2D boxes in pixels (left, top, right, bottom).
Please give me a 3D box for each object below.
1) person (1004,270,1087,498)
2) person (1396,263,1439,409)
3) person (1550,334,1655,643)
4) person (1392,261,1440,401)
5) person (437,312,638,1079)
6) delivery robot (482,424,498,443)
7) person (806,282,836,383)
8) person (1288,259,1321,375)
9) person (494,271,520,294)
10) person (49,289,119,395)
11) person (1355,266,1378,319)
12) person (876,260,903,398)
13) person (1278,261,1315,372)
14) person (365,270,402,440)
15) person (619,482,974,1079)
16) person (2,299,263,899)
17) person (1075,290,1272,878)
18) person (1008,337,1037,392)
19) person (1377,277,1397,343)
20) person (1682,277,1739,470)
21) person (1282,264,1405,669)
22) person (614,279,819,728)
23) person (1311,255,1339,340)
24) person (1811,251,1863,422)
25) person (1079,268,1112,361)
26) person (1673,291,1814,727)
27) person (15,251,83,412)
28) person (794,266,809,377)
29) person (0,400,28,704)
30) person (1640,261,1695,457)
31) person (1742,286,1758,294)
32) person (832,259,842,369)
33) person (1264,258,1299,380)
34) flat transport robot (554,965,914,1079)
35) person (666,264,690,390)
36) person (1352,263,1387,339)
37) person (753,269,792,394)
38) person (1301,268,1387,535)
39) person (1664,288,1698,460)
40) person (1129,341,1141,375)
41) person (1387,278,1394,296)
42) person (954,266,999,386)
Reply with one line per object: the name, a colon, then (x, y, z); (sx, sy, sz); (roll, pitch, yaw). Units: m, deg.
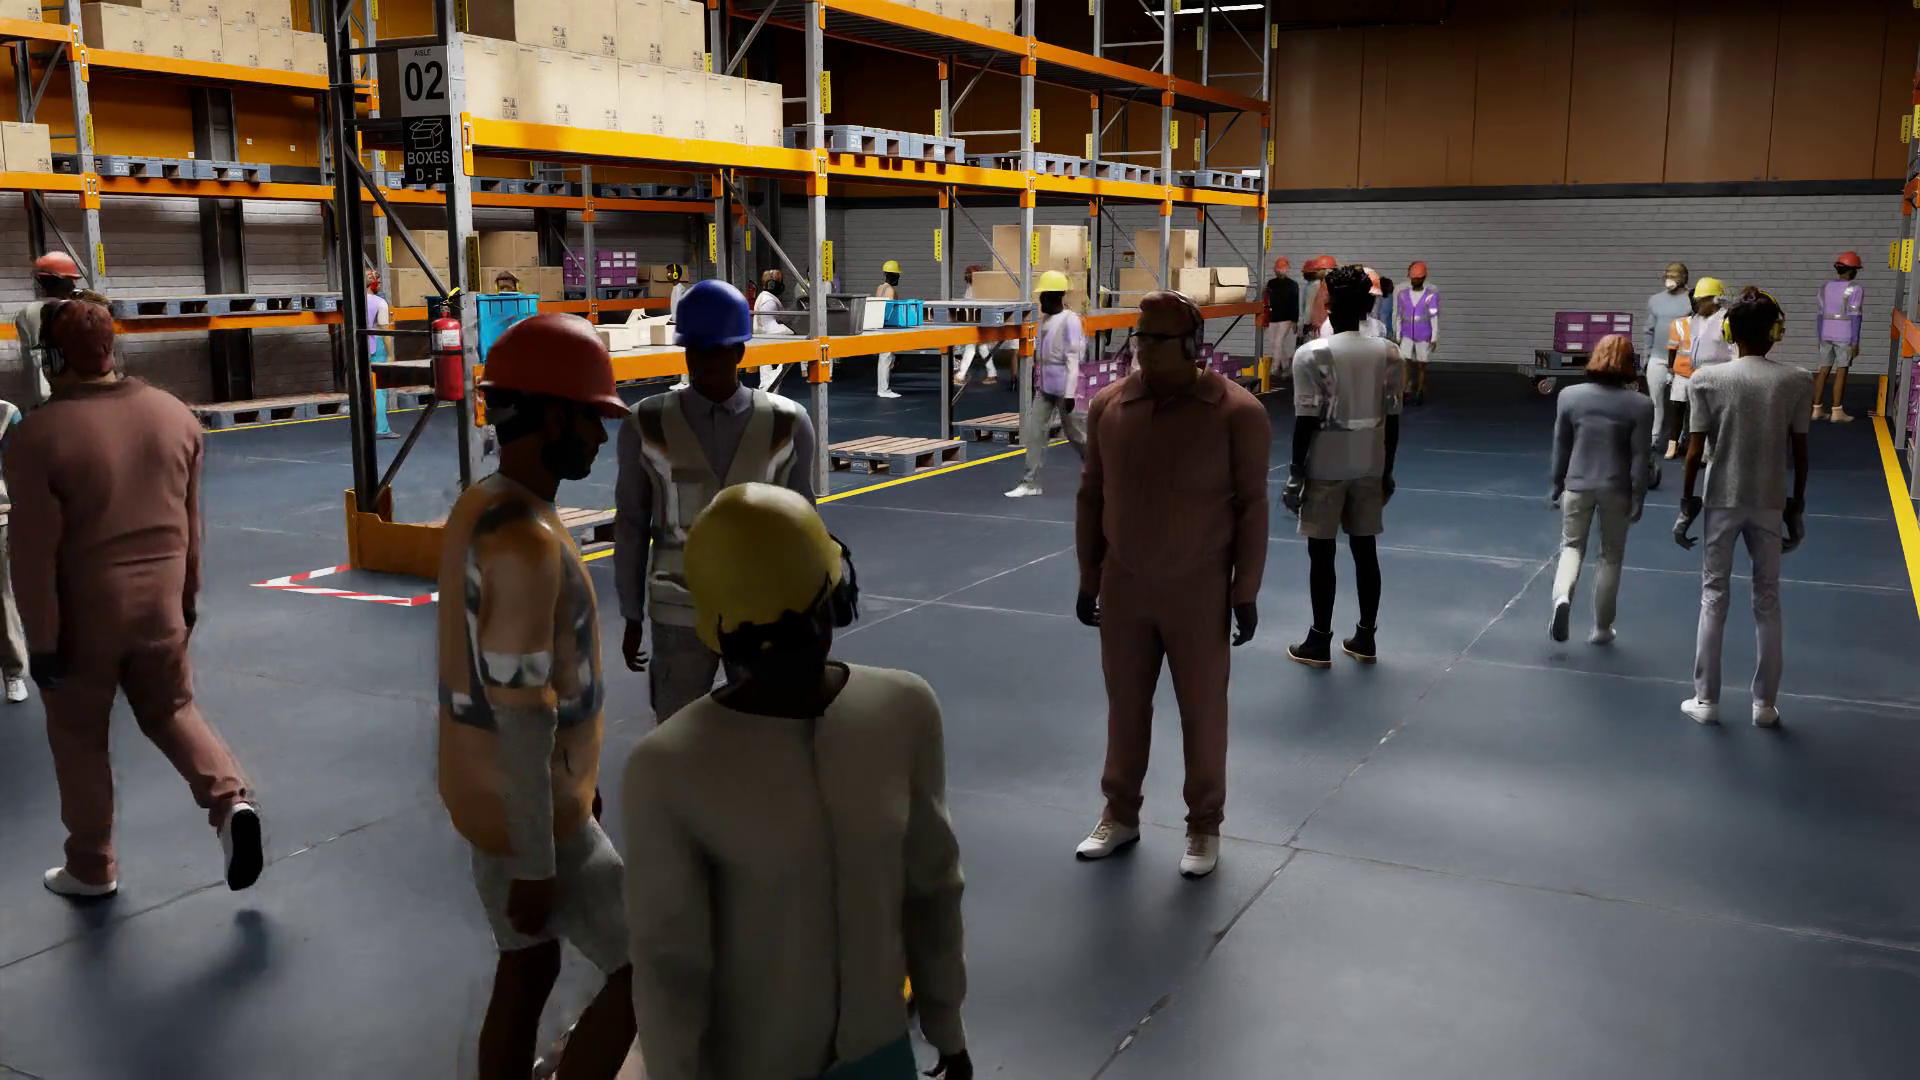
person: (0.846, -1.298, 13.854); (0.952, 1.888, 0.596); (-6, 11, -30)
person: (5.934, -2.649, 21.659); (0.571, 1.878, 1.003); (5, 11, 26)
person: (3.246, -0.243, 8.495); (0.513, 1.616, 0.585); (7, 12, 35)
person: (6.210, -2.840, 22.725); (0.621, 1.905, 0.730); (3, 10, 15)
person: (-0.806, 0.512, 3.313); (0.477, 1.907, 0.538); (-5, 11, -27)
delivery robot: (-4.476, -1.190, 16.790); (0.477, 0.478, 0.707); (7, 12, 35)
person: (-2.186, -3.390, 25.955); (0.584, 1.882, 0.348); (-10, 14, -44)
person: (5.619, -3.416, 25.990); (1.053, 1.924, 0.642); (8, 13, 40)
person: (-4.330, -1.657, 16.044); (0.556, 1.838, 0.783); (-2, 10, -12)
person: (-4.313, -0.324, 8.318); (0.345, 1.846, 0.508); (-1, 10, -6)
person: (5.563, -2.923, 23.398); (0.600, 1.831, 0.404); (-1, 10, -7)
person: (-0.987, -2.951, 23.328); (0.395, 1.919, 0.582); (-3, 10, -15)
person: (5.926, -3.747, 28.036); (1.013, 1.886, 0.566); (7, 12, 35)
person: (-6.393, -2.001, 18.031); (0.572, 1.840, 0.373); (5, 11, 26)
person: (-0.218, 0.762, 2.397); (0.548, 1.722, 0.355); (-8, 13, -39)
person: (-2.560, 0.211, 5.088); (0.753, 1.885, 0.651); (6, 11, 29)
person: (0.665, 0.146, 5.428); (0.651, 1.904, 0.401); (5, 11, 27)
person: (0.897, -3.119, 24.233); (0.544, 1.937, 0.358); (0, 10, -1)
person: (6.491, -3.208, 25.595); (0.544, 1.646, 0.725); (2, 10, 9)
person: (7.023, -1.529, 15.405); (0.612, 1.808, 0.602); (-3, 10, -15)
person: (1.863, -0.353, 8.132); (0.616, 1.964, 0.361); (-4, 10, -20)
person: (-0.718, 0.202, 4.978); (0.615, 1.943, 0.399); (-2, 10, -12)
person: (4.727, -2.696, 21.608); (0.375, 1.997, 0.609); (-1, 10, -5)
person: (10.556, -2.431, 19.954); (0.391, 2.043, 0.612); (-3, 10, -19)
person: (1.795, -2.827, 22.853); (0.625, 1.836, 0.429); (-1, 10, -6)
person: (3.343, -0.124, 7.123); (0.520, 1.861, 0.332); (3, 10, 17)
person: (-6.415, -1.048, 11.970); (0.642, 2.027, 0.428); (1, 10, 7)
person: (-2.399, -3.589, 27.230); (0.627, 1.844, 0.429); (-4, 11, -24)
person: (-4.418, -0.067, 7.419); (0.515, 1.640, 0.315); (-3, 10, -19)
person: (7.064, -1.788, 16.522); (0.356, 1.938, 0.635); (-8, 13, -39)
person: (10.134, -2.487, 21.531); (0.502, 1.605, 0.700); (6, 12, 32)
person: (-2.251, -3.964, 29.128); (0.372, 1.937, 0.627); (-3, 10, -19)
person: (5.154, -3.528, 26.639); (0.844, 1.937, 0.692); (-8, 13, -38)
flat transport robot: (-0.526, 1.191, 4.099); (0.652, 0.197, 1.431); (2, 10, 13)
person: (-4.182, -3.152, 24.673); (0.328, 1.858, 0.501); (-2, 10, -12)
person: (5.722, -2.998, 23.711); (0.757, 1.882, 0.654); (3, 10, 16)
person: (-2.058, -2.044, 18.285); (0.430, 1.844, 0.624); (-2, 10, -12)
person: (2.826, -1.022, 12.154); (0.546, 1.921, 0.745); (-3, 10, -18)
person: (7.156, -1.611, 16.195); (0.538, 1.695, 0.320); (5, 11, 29)
person: (1.501, -1.039, 12.854); (0.863, 1.699, 0.542); (9, 13, 43)
person: (6.943, -3.466, 27.187); (0.506, 1.629, 0.437); (-1, 10, -3)
person: (0.207, -3.284, 25.515); (1.002, 1.828, 0.604); (-5, 11, -26)
